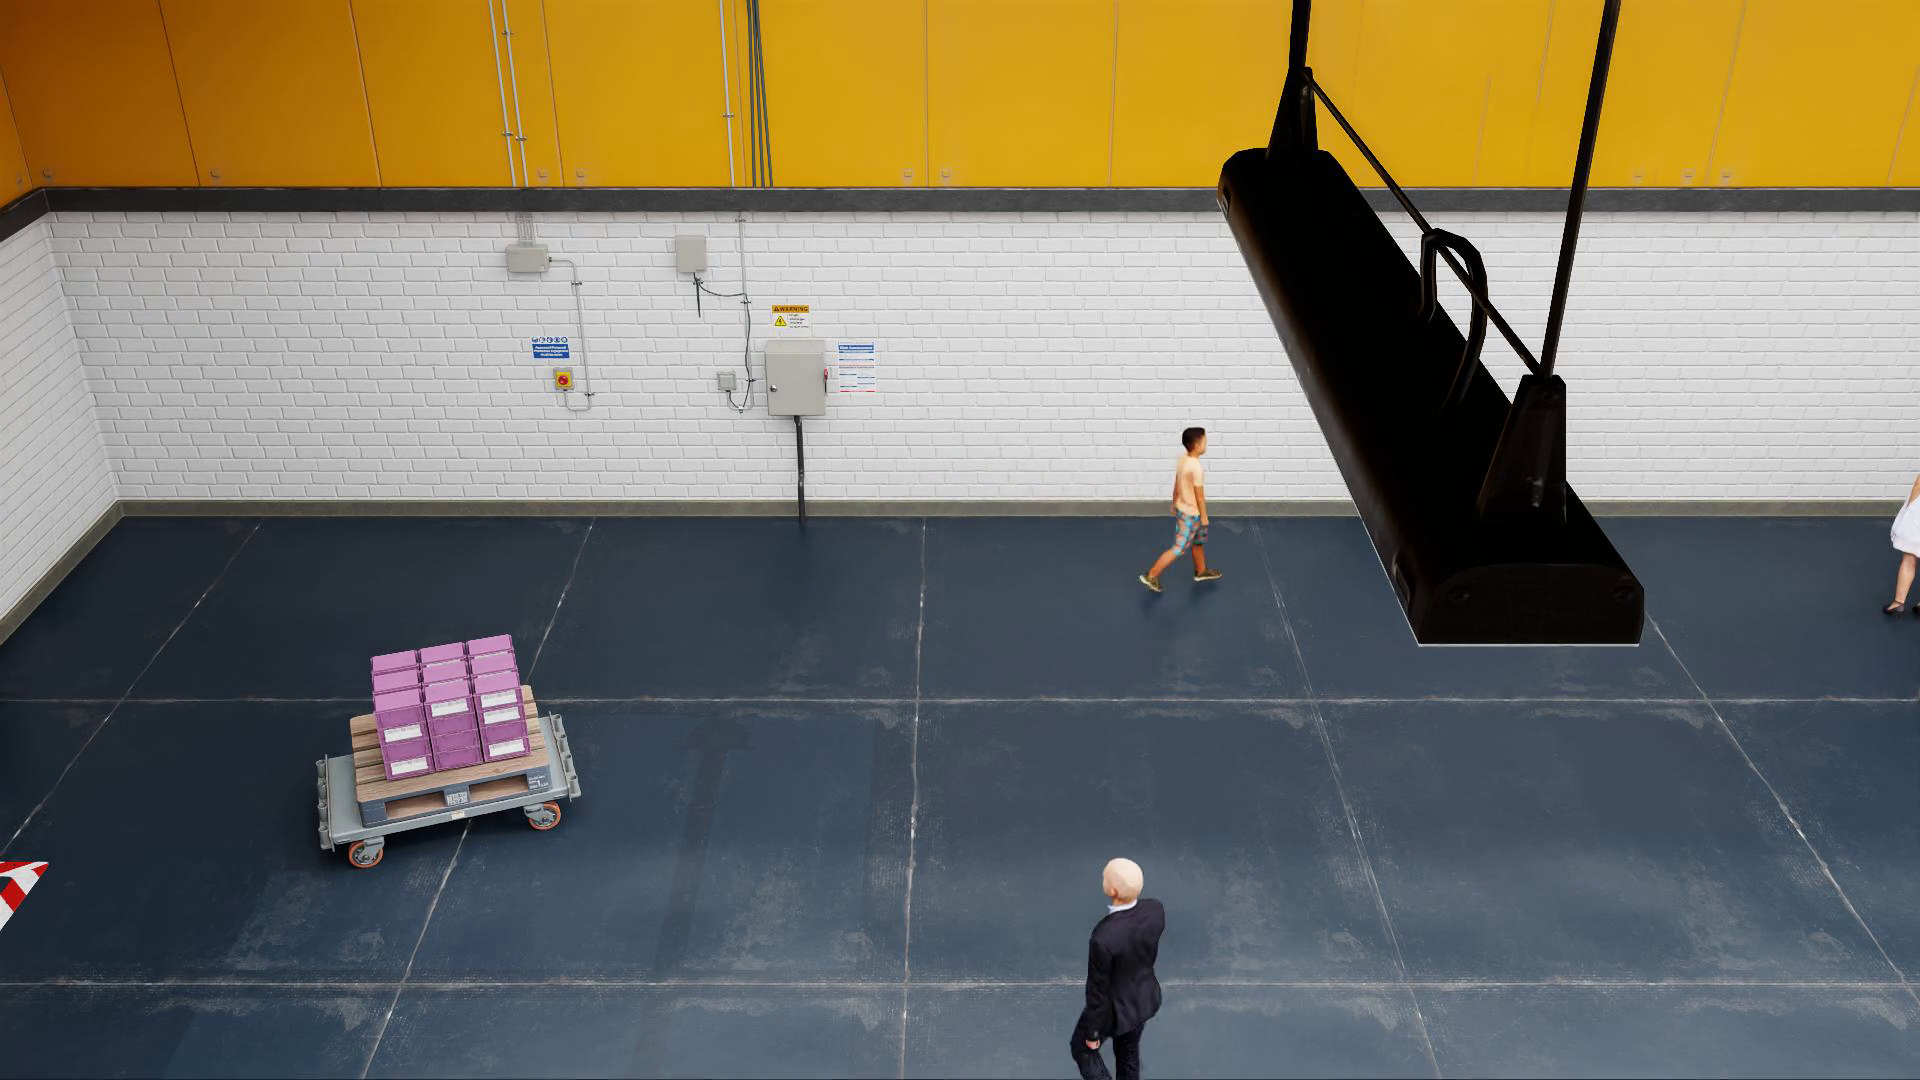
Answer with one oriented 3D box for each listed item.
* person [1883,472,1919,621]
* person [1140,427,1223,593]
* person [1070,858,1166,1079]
[{"bbox_3d":[7.715,-0.194,13.198,0.721,1.815,0.742,3,29,5],"label":"person"},{"bbox_3d":[1.815,-0.225,13.644,0.715,1.443,0.960,-6,29,-10],"label":"person"},{"bbox_3d":[0.871,2.401,8.467,0.814,1.790,0.855,-20,35,-33],"label":"person"}]
